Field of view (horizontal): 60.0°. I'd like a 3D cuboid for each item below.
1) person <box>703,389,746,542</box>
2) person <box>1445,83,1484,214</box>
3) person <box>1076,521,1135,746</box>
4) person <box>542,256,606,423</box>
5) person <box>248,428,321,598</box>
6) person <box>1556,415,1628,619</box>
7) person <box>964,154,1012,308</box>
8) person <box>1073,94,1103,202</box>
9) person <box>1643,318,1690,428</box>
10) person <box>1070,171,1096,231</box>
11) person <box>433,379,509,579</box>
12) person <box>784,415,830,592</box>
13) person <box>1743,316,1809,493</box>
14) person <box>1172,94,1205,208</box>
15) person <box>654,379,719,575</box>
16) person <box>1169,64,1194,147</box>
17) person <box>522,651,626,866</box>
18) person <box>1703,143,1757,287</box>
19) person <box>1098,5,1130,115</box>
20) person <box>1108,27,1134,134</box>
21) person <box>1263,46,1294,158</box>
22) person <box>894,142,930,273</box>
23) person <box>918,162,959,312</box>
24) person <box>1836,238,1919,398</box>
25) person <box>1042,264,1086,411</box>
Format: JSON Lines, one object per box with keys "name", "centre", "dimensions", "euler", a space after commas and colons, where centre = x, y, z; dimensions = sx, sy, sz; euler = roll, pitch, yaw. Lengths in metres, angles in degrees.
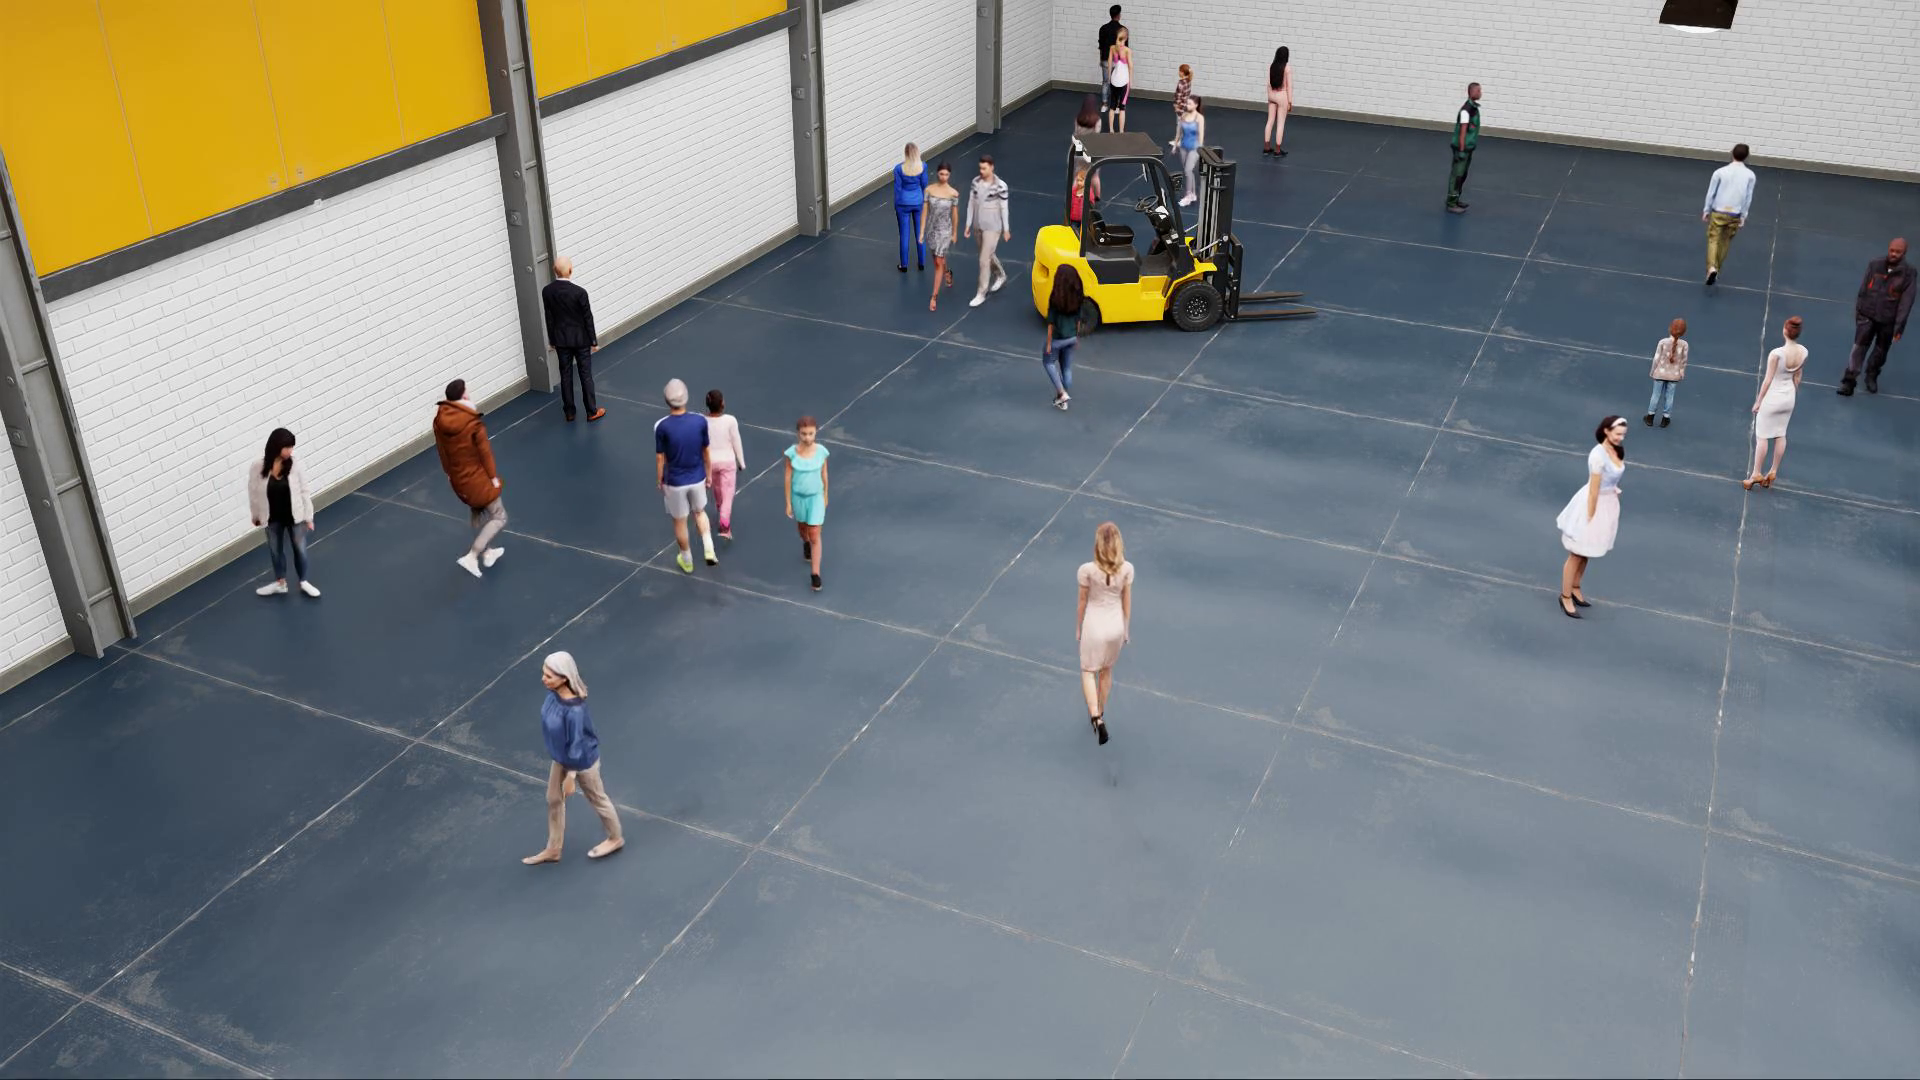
{"name": "person", "centre": [-2.193, -0.681, 15.188], "dimensions": [0.809, 1.426, 1.068], "euler": [2, 29, 4]}
{"name": "person", "centre": [7.223, -5.633, 23.837], "dimensions": [0.736, 1.838, 0.534], "euler": [14, 32, 24]}
{"name": "person", "centre": [1.063, 0.734, 12.188], "dimensions": [0.813, 1.814, 0.975], "euler": [-1, 29, -3]}
{"name": "person", "centre": [-4.059, -2.099, 17.396], "dimensions": [0.742, 1.801, 0.701], "euler": [3, 29, 6]}
{"name": "person", "centre": [-5.809, -0.226, 14.159], "dimensions": [0.835, 1.612, 0.854], "euler": [-2, 29, -3]}
{"name": "person", "centre": [5.299, -0.213, 13.928], "dimensions": [0.846, 1.811, 0.755], "euler": [24, 36, 36]}
{"name": "person", "centre": [0.389, -3.911, 20.691], "dimensions": [0.896, 1.826, 1.232], "euler": [22, 36, 35]}
{"name": "person", "centre": [1.755, -5.368, 23.509], "dimensions": [0.587, 1.686, 1.102], "euler": [14, 31, 23]}
{"name": "person", "centre": [7.402, -1.753, 17.396], "dimensions": [0.498, 1.194, 0.492], "euler": [9, 30, 16]}
{"name": "person", "centre": [1.581, -4.180, 21.716], "dimensions": [0.504, 1.318, 0.482], "euler": [13, 31, 22]}
{"name": "person", "centre": [-4.254, -0.502, 14.443], "dimensions": [0.688, 1.825, 0.893], "euler": [13, 31, 22]}
{"name": "person", "centre": [-1.346, -0.398, 14.563], "dimensions": [0.859, 1.527, 1.114], "euler": [-1, 29, -2]}
{"name": "person", "centre": [7.833, -1.305, 15.948], "dimensions": [0.647, 1.794, 0.676], "euler": [-6, 29, -11]}
{"name": "person", "centre": [3.400, -5.689, 24.196], "dimensions": [0.855, 1.592, 0.756], "euler": [-19, 34, -31]}
{"name": "person", "centre": [-2.367, -0.492, 14.427], "dimensions": [0.877, 1.823, 0.919], "euler": [-14, 31, -24]}
{"name": "person", "centre": [3.626, -7.084, 27.051], "dimensions": [0.623, 1.306, 0.509], "euler": [19, 34, 31]}
{"name": "person", "centre": [-2.463, 1.436, 11.053], "dimensions": [1.031, 1.670, 0.909], "euler": [-17, 33, -28]}
{"name": "person", "centre": [9.702, -4.091, 21.060], "dimensions": [0.769, 1.790, 1.112], "euler": [9, 30, 16]}
{"name": "person", "centre": [2.647, -8.335, 28.817], "dimensions": [0.687, 1.811, 0.576], "euler": [13, 31, 23]}
{"name": "person", "centre": [2.620, -7.511, 27.332], "dimensions": [0.654, 1.786, 0.591], "euler": [20, 34, 32]}
{"name": "person", "centre": [5.060, -6.979, 26.428], "dimensions": [0.674, 1.719, 0.697], "euler": [-23, 36, -36]}
{"name": "person", "centre": [-0.629, -4.325, 21.581], "dimensions": [0.706, 1.701, 0.753], "euler": [-8, 30, -14]}
{"name": "person", "centre": [-0.234, -3.770, 20.484], "dimensions": [0.716, 1.777, 1.154], "euler": [9, 30, 16]}
{"name": "person", "centre": [10.011, -2.440, 18.039], "dimensions": [0.915, 1.784, 1.240], "euler": [19, 34, 30]}
{"name": "person", "centre": [1.127, -2.109, 17.618], "dimensions": [0.735, 1.607, 0.802], "euler": [-15, 32, -25]}
